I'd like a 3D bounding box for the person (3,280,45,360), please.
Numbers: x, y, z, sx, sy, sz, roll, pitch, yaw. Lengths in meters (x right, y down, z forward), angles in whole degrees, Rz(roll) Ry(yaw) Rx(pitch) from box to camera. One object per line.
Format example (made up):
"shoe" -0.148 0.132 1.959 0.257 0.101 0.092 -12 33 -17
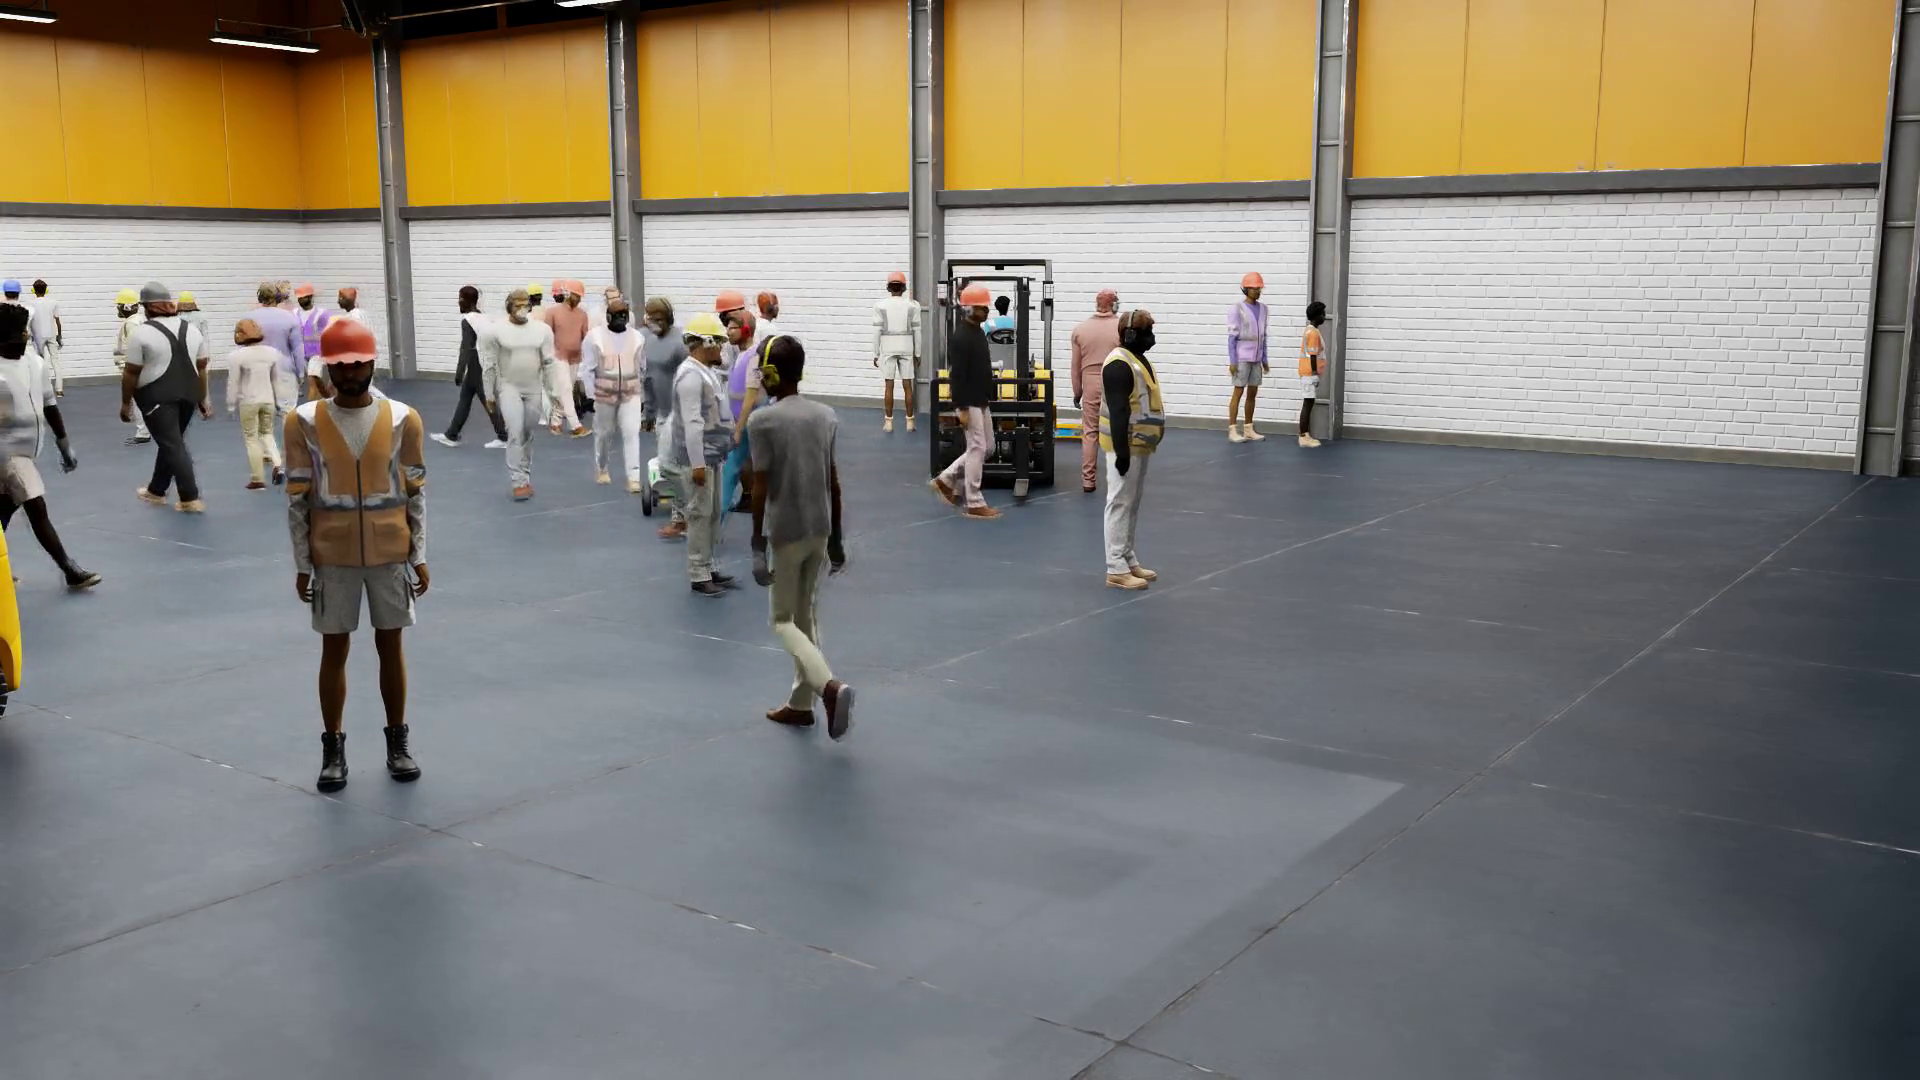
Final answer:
"person" -12.543 -2.502 22.164 0.643 1.900 0.964 -3 10 -18

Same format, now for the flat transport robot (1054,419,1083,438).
"flat transport robot" 1.199 -1.345 20.134 1.431 0.197 0.652 2 10 12

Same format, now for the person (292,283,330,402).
"person" -8.628 -2.493 22.208 0.543 1.880 1.019 3 10 17

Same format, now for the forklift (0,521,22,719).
"forklift" -5.296 -0.090 6.943 1.214 2.155 2.313 7 12 35

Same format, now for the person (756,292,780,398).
"person" -2.089 -1.645 17.252 0.906 1.853 0.584 -5 11 -30

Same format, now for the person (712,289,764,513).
"person" -1.919 -1.178 14.228 0.453 1.918 0.553 6 11 33

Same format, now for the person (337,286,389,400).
"person" -7.580 -2.286 21.081 0.900 1.848 0.583 -3 10 -16

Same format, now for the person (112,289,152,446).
"person" -9.702 -2.021 19.517 0.404 1.831 0.600 -4 10 -21

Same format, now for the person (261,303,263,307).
"person" -10.362 -2.840 25.016 0.519 1.630 0.388 -5 11 -27

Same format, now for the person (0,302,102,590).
"person" -6.128 -0.595 10.851 0.980 1.902 0.703 1 10 7

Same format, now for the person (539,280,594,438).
"person" -4.836 -2.222 20.447 0.941 1.918 0.691 8 12 39

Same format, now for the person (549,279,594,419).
"person" -5.331 -2.587 22.645 0.434 1.913 0.589 0 10 3

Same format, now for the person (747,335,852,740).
"person" -0.682 0.000 7.475 0.569 1.841 0.682 -9 13 -43

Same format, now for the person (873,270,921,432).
"person" -0.796 -2.382 21.047 0.613 2.039 0.393 -1 10 -5

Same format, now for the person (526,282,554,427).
"person" -5.421 -2.397 21.605 0.615 1.891 0.843 -7 12 -37

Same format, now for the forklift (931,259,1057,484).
"forklift" 0.370 -1.738 16.759 1.214 2.155 2.313 1 10 3

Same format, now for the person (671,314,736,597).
"person" -1.656 -0.538 10.781 0.404 1.813 0.629 1 10 6

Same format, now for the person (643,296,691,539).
"person" -2.228 -0.936 12.883 0.611 1.890 0.711 -7 12 -37

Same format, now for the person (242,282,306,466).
"person" -7.239 -1.750 17.587 0.631 1.940 0.372 -1 10 -6

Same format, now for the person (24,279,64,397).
"person" -14.507 -3.189 26.361 0.510 1.872 0.328 -8 12 -39

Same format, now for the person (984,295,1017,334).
"person" 0.581 -2.438 22.410 0.535 1.694 0.322 -1 10 -8

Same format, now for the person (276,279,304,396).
"person" -10.914 -3.237 26.639 0.865 1.874 0.654 5 11 28

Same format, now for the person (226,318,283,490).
"person" -6.638 -1.272 15.643 0.339 1.620 0.530 7 12 35

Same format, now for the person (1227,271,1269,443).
"person" 3.456 -2.179 19.833 0.611 2.042 0.384 -7 12 -36

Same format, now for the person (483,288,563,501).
"person" -3.932 -1.308 15.047 0.652 1.901 0.847 -6 11 -32

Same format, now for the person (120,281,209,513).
"person" -6.914 -1.264 14.389 1.010 2.000 0.698 5 11 27

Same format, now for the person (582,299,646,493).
"person" -3.264 -1.378 15.763 0.620 1.814 0.899 -3 10 -20

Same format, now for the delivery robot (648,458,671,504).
"delivery robot" -2.514 -0.567 14.376 0.477 0.478 0.707 -2 10 -13

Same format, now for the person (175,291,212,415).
"person" -10.691 -2.584 23.132 0.486 1.746 0.289 -5 11 -26

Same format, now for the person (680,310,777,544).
"person" -1.622 -0.845 12.642 0.982 1.797 0.567 -4 10 -25

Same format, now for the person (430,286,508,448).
"person" -5.670 -1.987 19.208 0.987 1.862 0.614 0 10 0

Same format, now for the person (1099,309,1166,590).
"person" 1.148 -0.608 11.076 0.430 1.845 0.624 4 10 20

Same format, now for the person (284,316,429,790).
"person" -2.458 0.056 6.838 0.547 1.937 0.379 -4 10 -23

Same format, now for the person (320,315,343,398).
"person" -4.496 -0.763 12.231 0.328 1.766 0.531 0 10 -1

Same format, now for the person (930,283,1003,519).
"person" 0.060 -1.158 13.951 0.575 1.974 0.635 3 10 17

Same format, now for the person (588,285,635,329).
"person" -4.464 -2.345 21.408 0.633 1.858 0.969 -5 11 -28

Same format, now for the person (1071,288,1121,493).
"person" 1.365 -1.383 15.503 0.650 1.904 0.401 4 10 20

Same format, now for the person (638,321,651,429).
"person" -3.895 -2.173 21.177 0.485 1.582 0.892 -6 11 -30

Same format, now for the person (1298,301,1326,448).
"person" 4.097 -1.922 19.354 0.317 1.694 0.534 2 10 10
